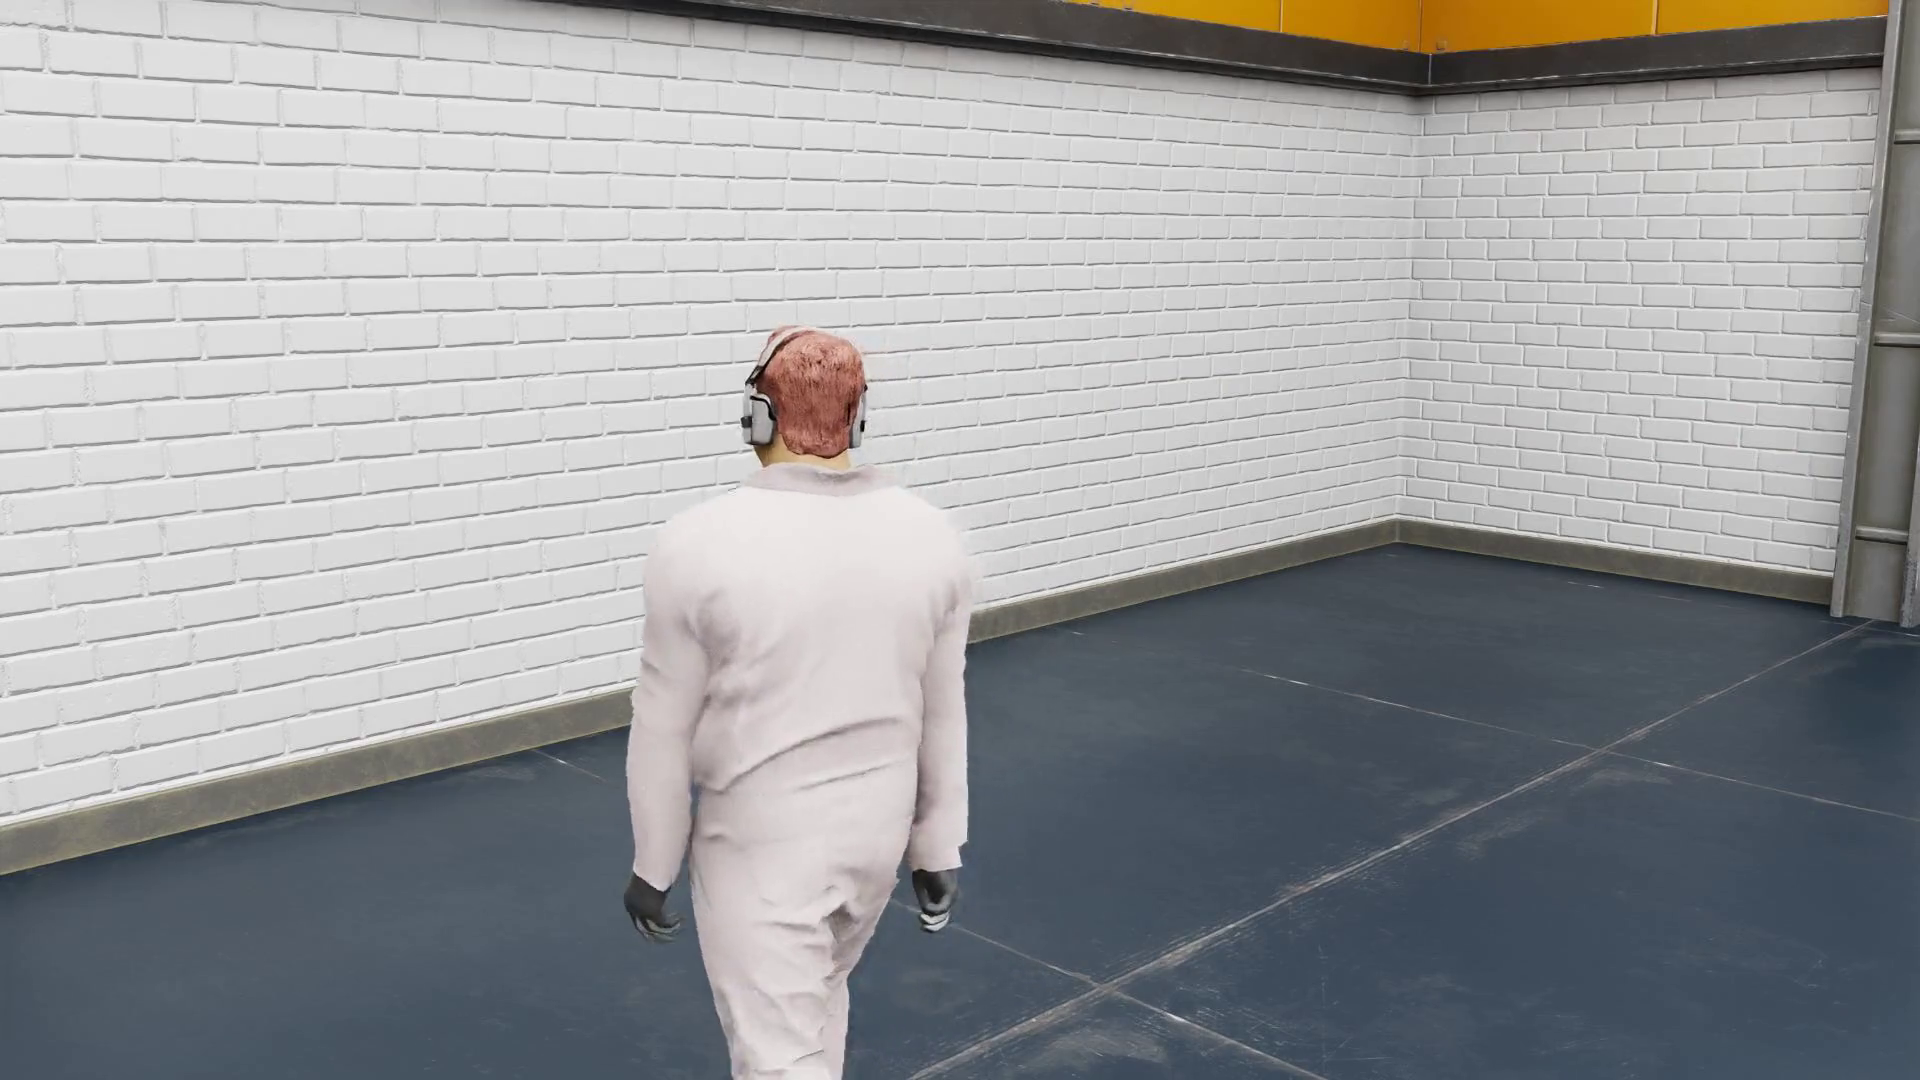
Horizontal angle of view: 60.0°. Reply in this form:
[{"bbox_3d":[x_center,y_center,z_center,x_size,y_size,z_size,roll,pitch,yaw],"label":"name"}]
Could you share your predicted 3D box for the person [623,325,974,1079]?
[{"bbox_3d":[-0.251,0.550,3.027,0.632,1.868,0.910,-8,13,-38],"label":"person"}]
